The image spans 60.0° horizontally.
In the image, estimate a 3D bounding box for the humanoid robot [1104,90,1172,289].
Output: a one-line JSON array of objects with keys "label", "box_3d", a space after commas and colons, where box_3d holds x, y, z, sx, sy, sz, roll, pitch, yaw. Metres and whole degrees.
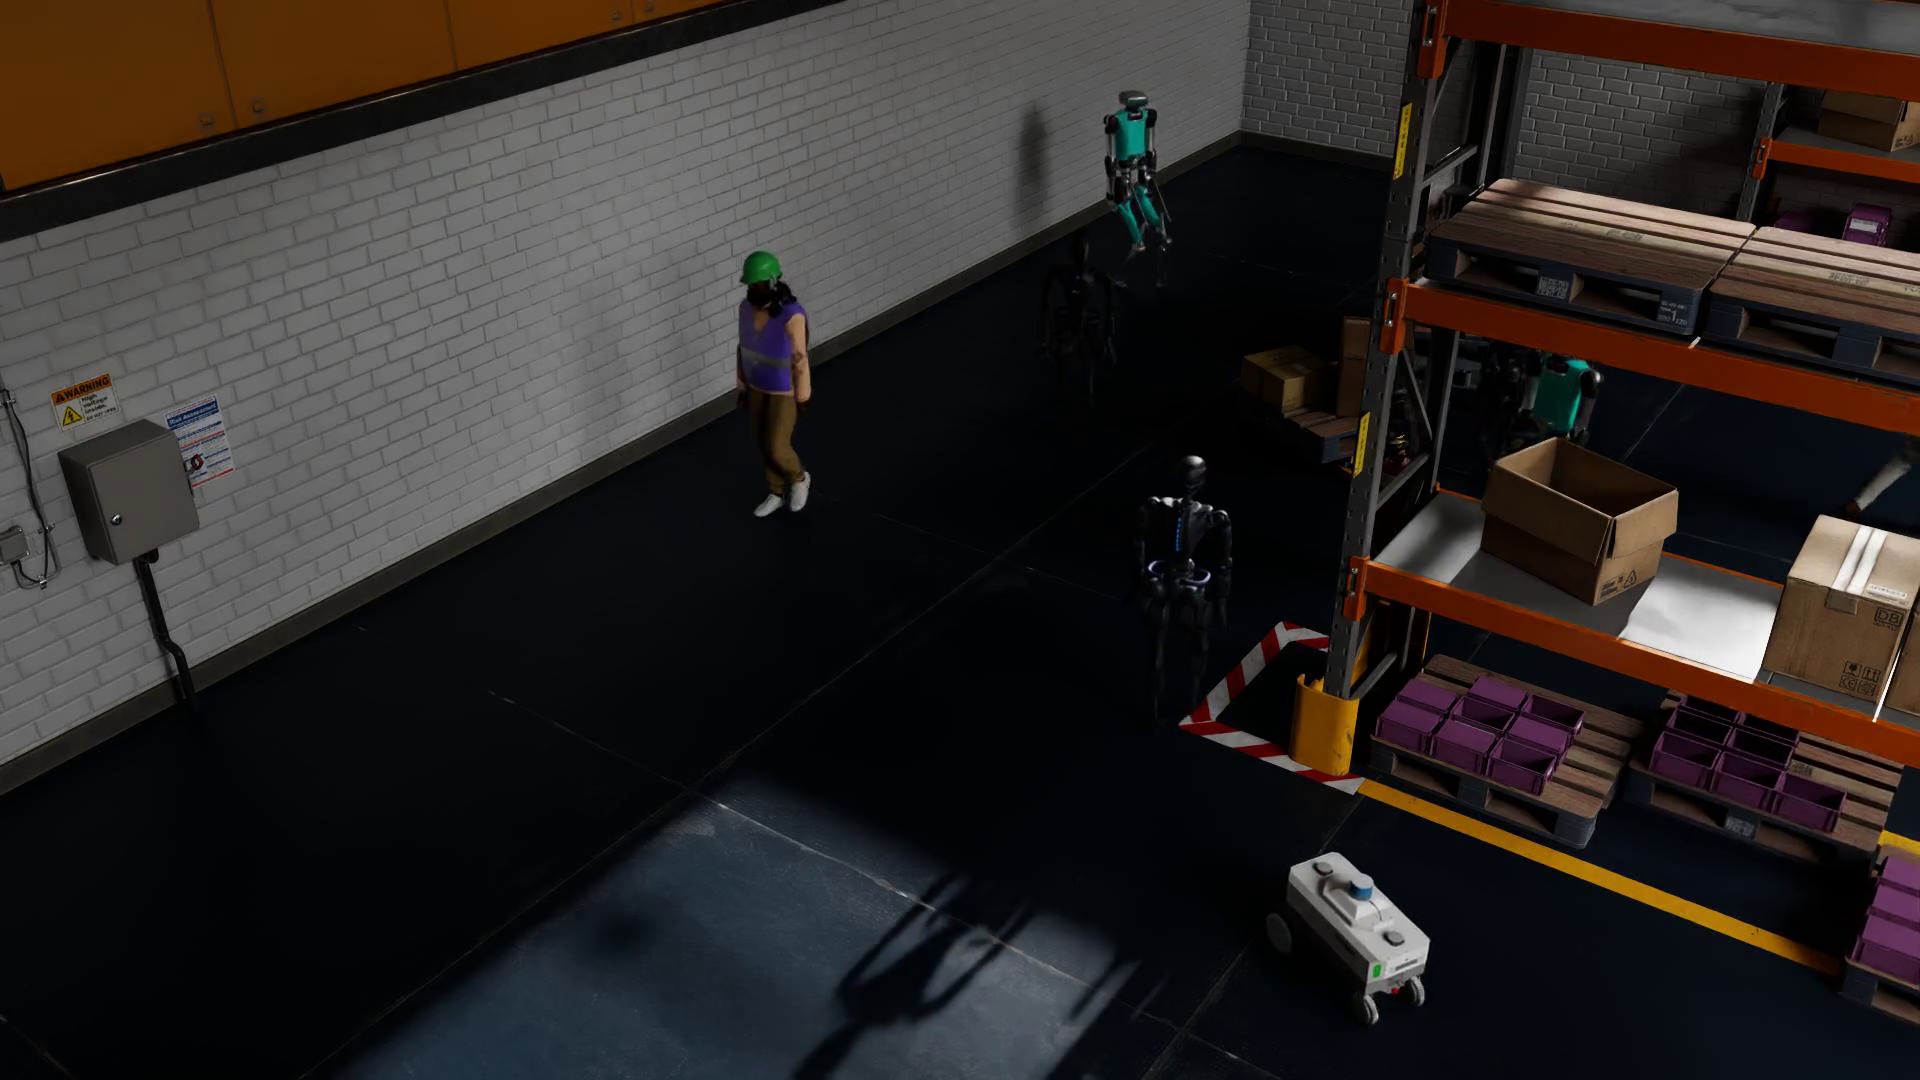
[{"label": "humanoid robot", "box_3d": [1.654, -3.064, 14.919, 0.530, 1.801, 0.794, -16, 34, -25]}]

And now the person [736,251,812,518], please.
[{"label": "person", "box_3d": [-1.263, -1.026, 11.170, 0.566, 1.912, 0.491, 19, 35, 29]}]

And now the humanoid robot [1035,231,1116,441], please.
[{"label": "humanoid robot", "box_3d": [0.857, -1.497, 12.244, 0.601, 1.654, 0.351, 2, 30, 4]}]

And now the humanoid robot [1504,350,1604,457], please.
[{"label": "humanoid robot", "box_3d": [3.409, -0.350, 10.271, 0.845, 1.876, 0.569, -15, 33, -25]}]

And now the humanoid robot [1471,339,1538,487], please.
[{"label": "humanoid robot", "box_3d": [3.758, -1.000, 11.395, 0.370, 1.647, 0.600, -6, 31, -11]}]

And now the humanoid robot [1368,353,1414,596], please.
[{"label": "humanoid robot", "box_3d": [2.715, -0.437, 10.400, 0.487, 1.634, 0.583, -7, 31, -12]}]

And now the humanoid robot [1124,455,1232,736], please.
[{"label": "humanoid robot", "box_3d": [1.188, 0.295, 9.125, 0.601, 1.643, 0.513, 12, 32, 20]}]

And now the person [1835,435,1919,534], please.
[{"label": "person", "box_3d": [6.381, -0.794, 10.855, 0.839, 1.836, 0.581, -4, 30, -6]}]

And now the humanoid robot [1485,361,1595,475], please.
[{"label": "humanoid robot", "box_3d": [4.101, -1.168, 11.669, 0.837, 1.846, 0.530, 9, 31, 16]}]

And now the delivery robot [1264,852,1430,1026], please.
[{"label": "delivery robot", "box_3d": [1.804, 1.779, 7.659, 0.499, 0.586, 0.760, -14, 33, -23]}]

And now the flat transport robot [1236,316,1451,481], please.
[{"label": "flat transport robot", "box_3d": [2.801, -0.825, 12.471, 0.659, 0.231, 1.431, -15, 33, -24]}]
